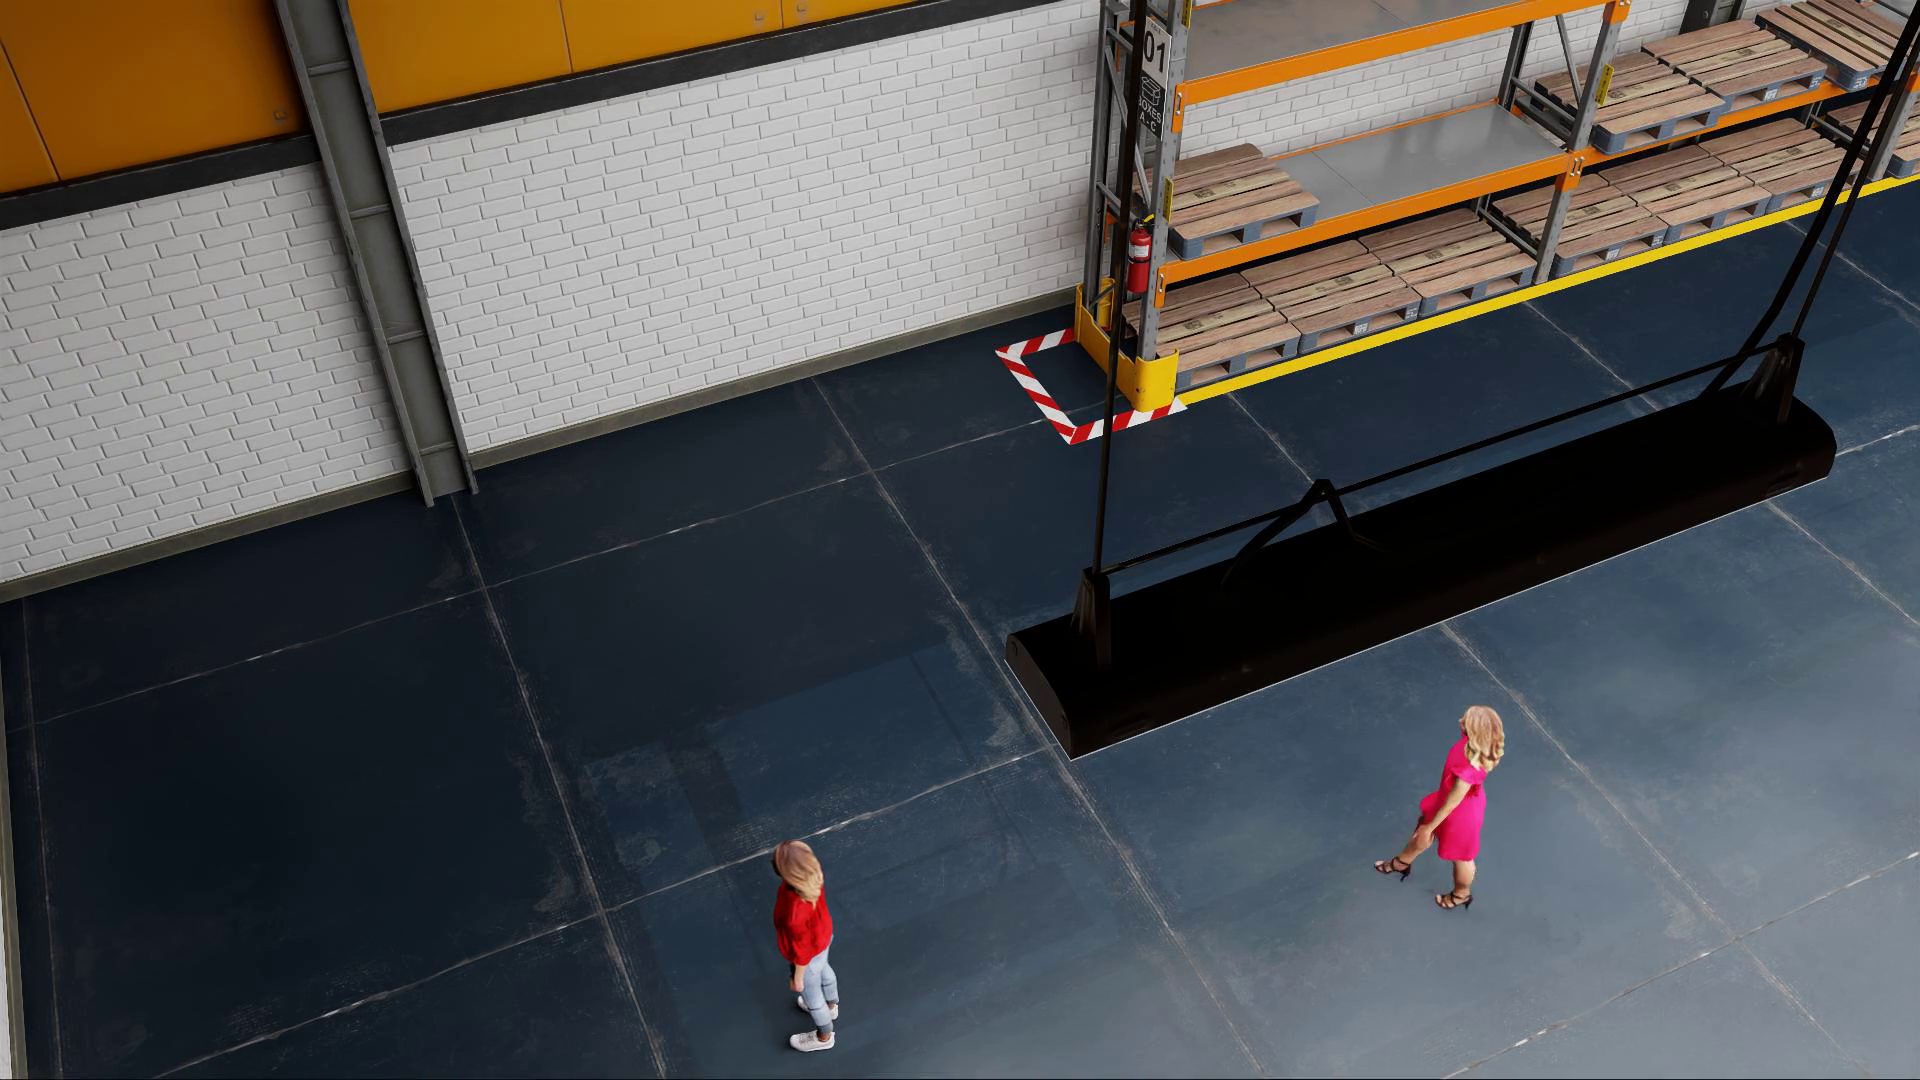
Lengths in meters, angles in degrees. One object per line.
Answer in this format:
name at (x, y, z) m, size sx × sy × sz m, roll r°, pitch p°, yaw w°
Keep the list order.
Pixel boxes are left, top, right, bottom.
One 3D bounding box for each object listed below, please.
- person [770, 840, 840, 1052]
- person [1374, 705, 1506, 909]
person at (-0.803, 2.137, 8.762) m, size 0.686 × 1.703 × 0.690 m, roll 5°, pitch 44°, yaw 5°
person at (2.899, 1.562, 9.364) m, size 0.919 × 1.706 × 0.876 m, roll 17°, pitch 46°, yaw 17°
